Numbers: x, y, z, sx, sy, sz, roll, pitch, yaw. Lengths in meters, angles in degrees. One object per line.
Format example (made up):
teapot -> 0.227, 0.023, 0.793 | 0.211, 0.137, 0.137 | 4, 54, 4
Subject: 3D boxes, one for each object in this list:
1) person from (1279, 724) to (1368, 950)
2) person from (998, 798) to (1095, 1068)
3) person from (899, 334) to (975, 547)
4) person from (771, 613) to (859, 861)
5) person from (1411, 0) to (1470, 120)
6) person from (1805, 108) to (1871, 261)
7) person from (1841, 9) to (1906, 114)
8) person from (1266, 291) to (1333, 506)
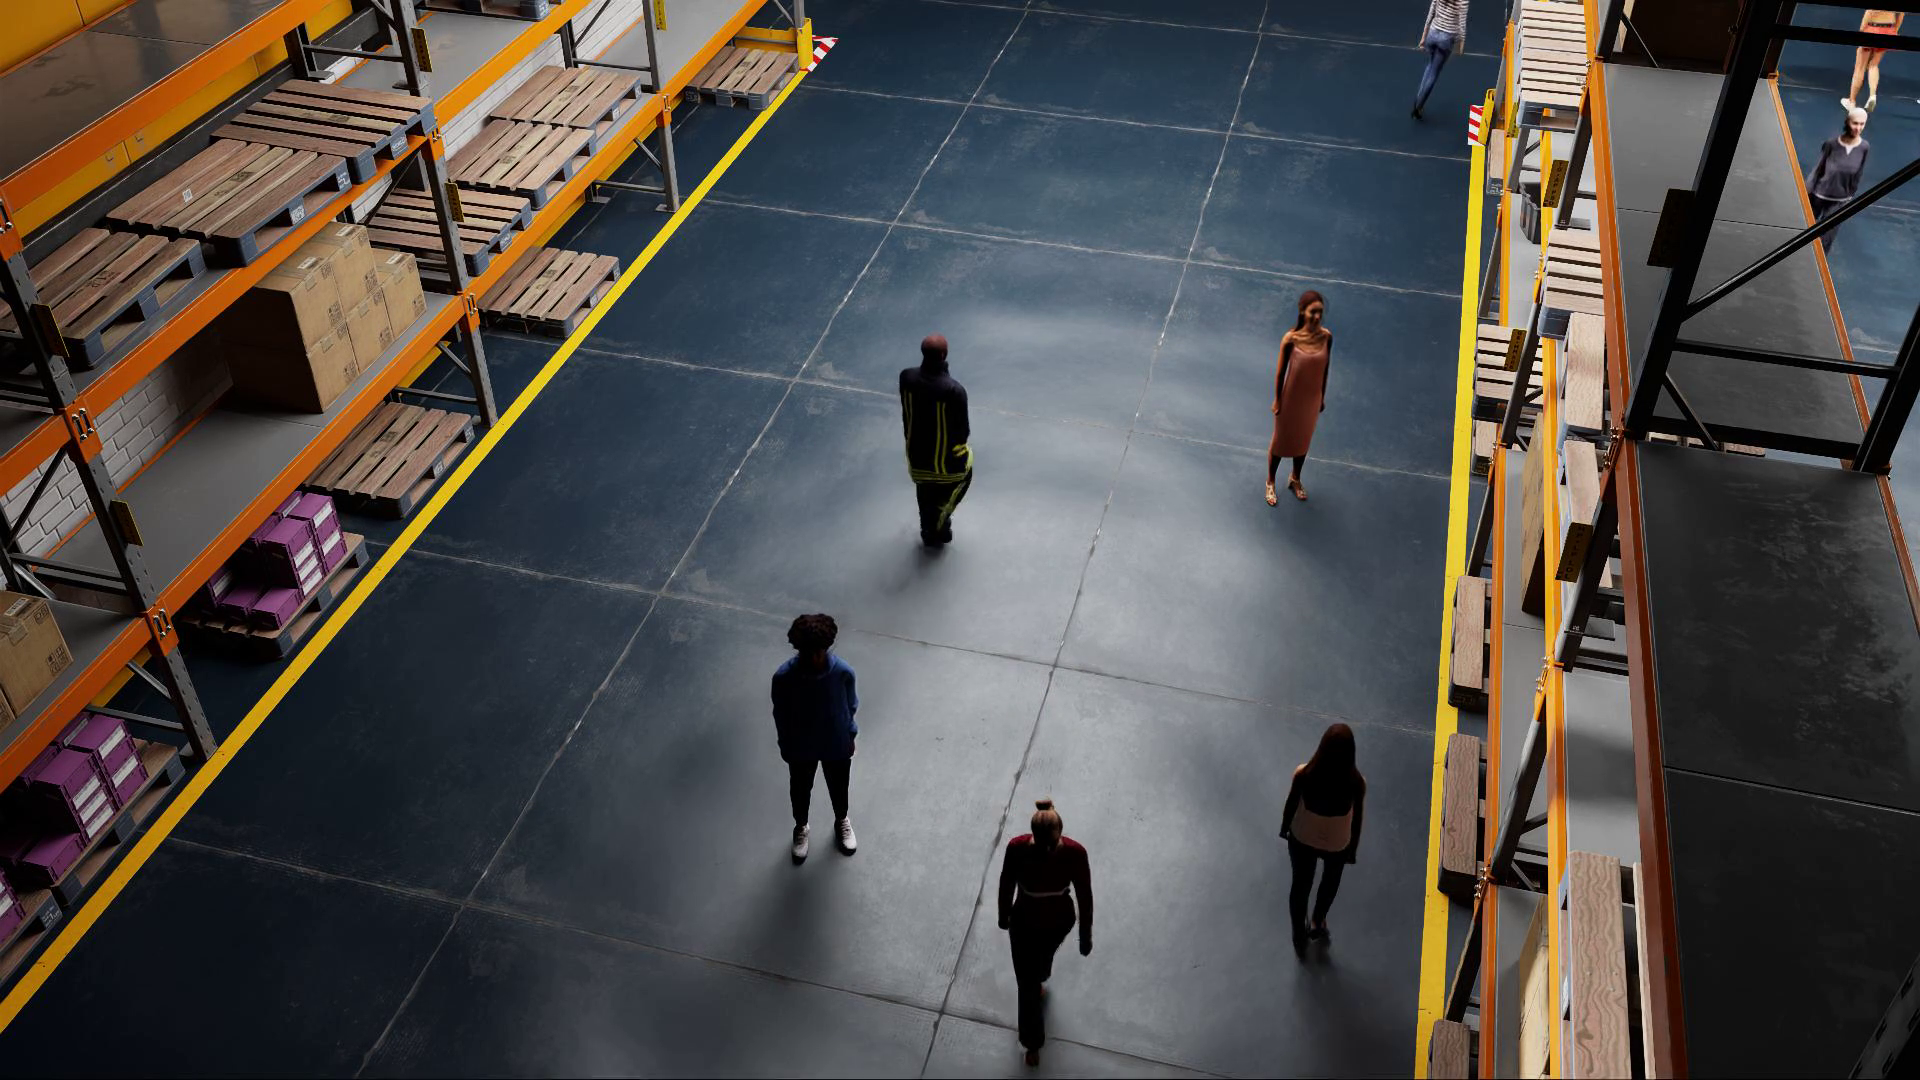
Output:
person -> 2.015, 1.735, 9.313 | 0.594, 1.716, 0.529 | 10, 40, 13
person -> 0.444, 1.980, 9.040 | 0.833, 1.675, 1.033 | -2, 39, -2
person -> -0.215, -0.686, 12.265 | 0.860, 1.816, 0.894 | 22, 43, 25
person -> -0.852, 1.164, 9.953 | 0.756, 1.811, 0.739 | -7, 39, -8
person -> 5.214, -5.388, 18.189 | 0.744, 1.770, 0.782 | 28, 46, 30
person -> 8.116, -3.252, 15.582 | 0.630, 1.685, 1.089 | 10, 40, 12
person -> 10.165, -5.536, 18.366 | 0.712, 1.779, 0.923 | 0, 39, 0
person -> 2.594, -1.087, 12.755 | 0.654, 1.830, 0.658 | -9, 39, -11
